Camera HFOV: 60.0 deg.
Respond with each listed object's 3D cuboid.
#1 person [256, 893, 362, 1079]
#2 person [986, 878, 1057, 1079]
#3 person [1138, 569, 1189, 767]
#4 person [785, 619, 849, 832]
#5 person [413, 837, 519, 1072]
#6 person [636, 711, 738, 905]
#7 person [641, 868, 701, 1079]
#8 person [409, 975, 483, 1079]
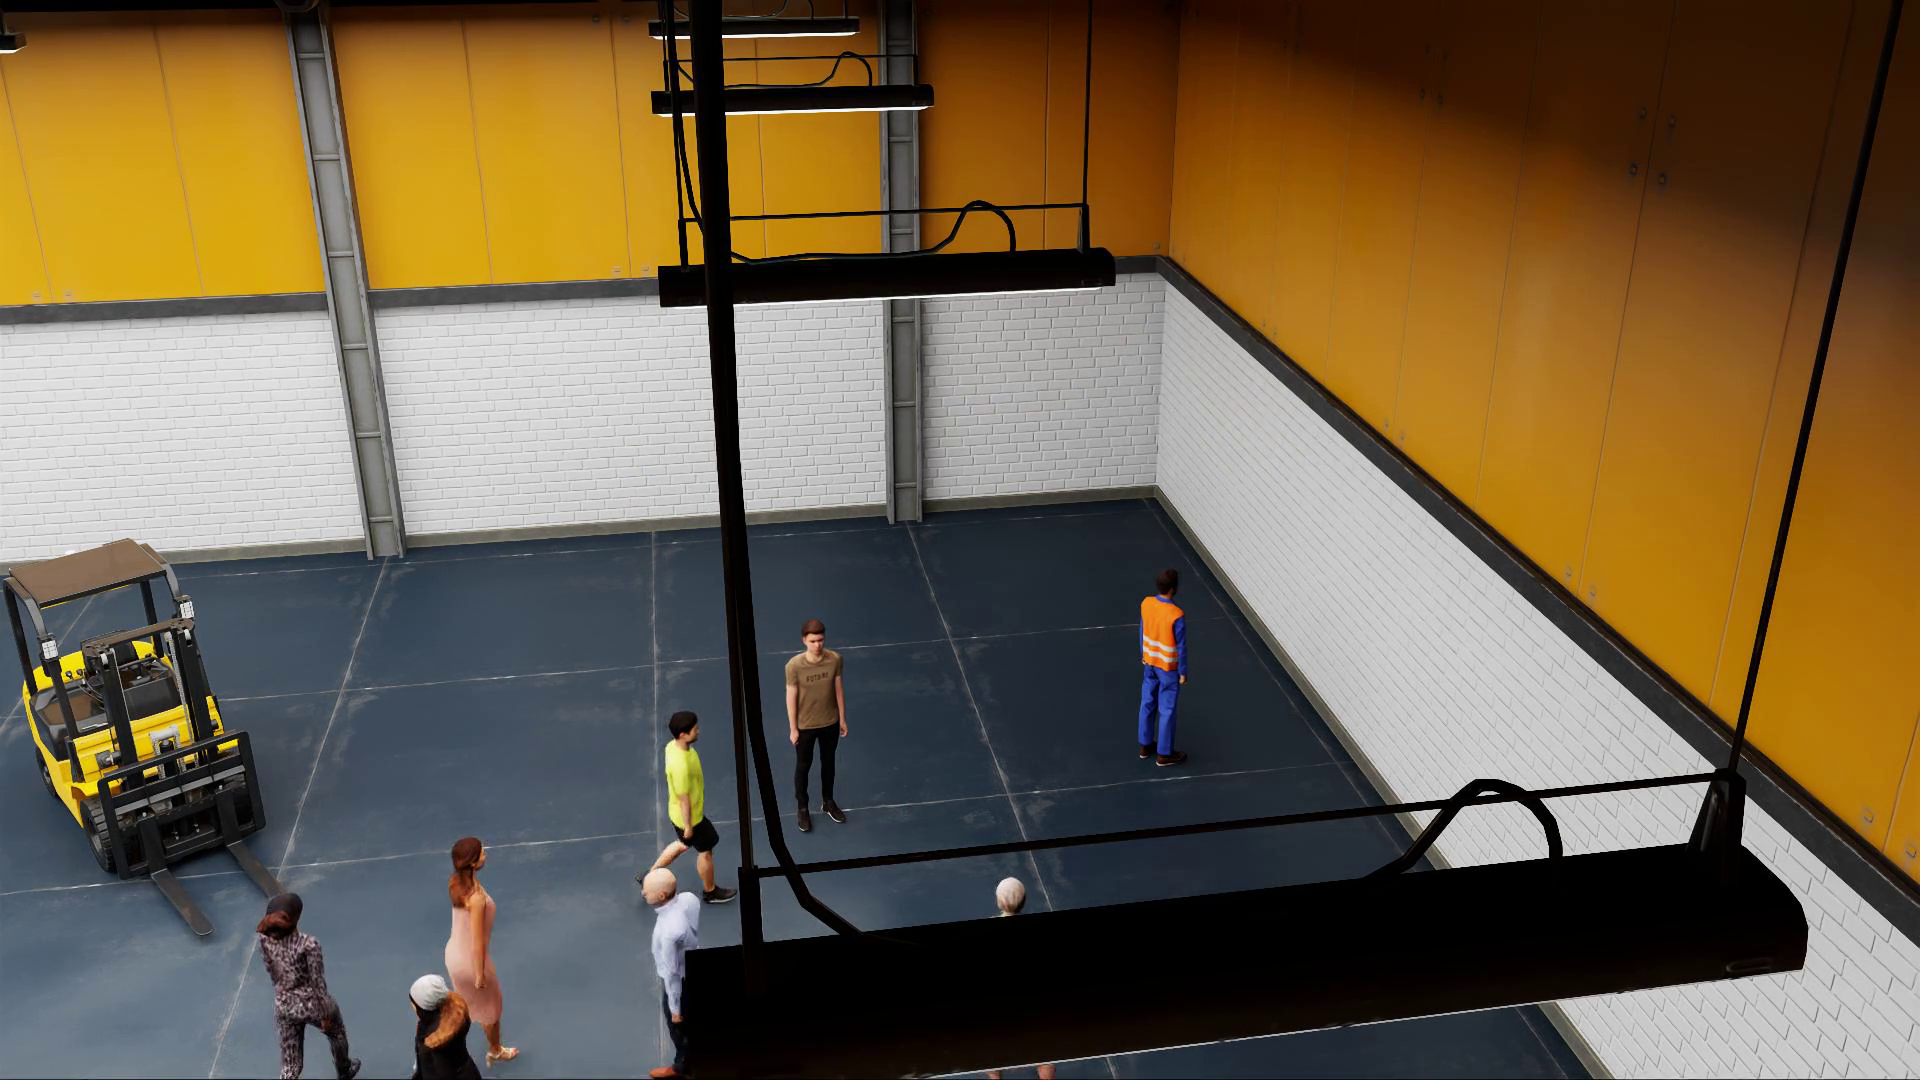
[{"bbox_3d":[-4.194,3.015,10.475,1.134,1.677,0.914,4,24,10],"label":"person"},{"bbox_3d":[0.346,2.933,10.654,0.713,1.684,0.923,0,24,-1],"label":"person"},{"bbox_3d":[1.784,1.101,14.619,0.789,1.864,0.782,-19,30,-37],"label":"person"},{"bbox_3d":[-1.187,1.496,13.732,0.600,1.852,0.778,-11,26,-23],"label":"person"},{"bbox_3d":[-3.277,2.782,10.849,1.041,1.804,0.886,-15,28,-31],"label":"person"},{"bbox_3d":[-2.147,2.059,12.650,1.021,1.686,0.738,-8,25,-17],"label":"person"},{"bbox_3d":[-1.713,2.880,10.679,1.132,1.761,0.889,5,24,12],"label":"person"},{"bbox_3d":[-2.955,3.286,9.961,1.003,1.593,0.658,-3,24,-7],"label":"person"}]
